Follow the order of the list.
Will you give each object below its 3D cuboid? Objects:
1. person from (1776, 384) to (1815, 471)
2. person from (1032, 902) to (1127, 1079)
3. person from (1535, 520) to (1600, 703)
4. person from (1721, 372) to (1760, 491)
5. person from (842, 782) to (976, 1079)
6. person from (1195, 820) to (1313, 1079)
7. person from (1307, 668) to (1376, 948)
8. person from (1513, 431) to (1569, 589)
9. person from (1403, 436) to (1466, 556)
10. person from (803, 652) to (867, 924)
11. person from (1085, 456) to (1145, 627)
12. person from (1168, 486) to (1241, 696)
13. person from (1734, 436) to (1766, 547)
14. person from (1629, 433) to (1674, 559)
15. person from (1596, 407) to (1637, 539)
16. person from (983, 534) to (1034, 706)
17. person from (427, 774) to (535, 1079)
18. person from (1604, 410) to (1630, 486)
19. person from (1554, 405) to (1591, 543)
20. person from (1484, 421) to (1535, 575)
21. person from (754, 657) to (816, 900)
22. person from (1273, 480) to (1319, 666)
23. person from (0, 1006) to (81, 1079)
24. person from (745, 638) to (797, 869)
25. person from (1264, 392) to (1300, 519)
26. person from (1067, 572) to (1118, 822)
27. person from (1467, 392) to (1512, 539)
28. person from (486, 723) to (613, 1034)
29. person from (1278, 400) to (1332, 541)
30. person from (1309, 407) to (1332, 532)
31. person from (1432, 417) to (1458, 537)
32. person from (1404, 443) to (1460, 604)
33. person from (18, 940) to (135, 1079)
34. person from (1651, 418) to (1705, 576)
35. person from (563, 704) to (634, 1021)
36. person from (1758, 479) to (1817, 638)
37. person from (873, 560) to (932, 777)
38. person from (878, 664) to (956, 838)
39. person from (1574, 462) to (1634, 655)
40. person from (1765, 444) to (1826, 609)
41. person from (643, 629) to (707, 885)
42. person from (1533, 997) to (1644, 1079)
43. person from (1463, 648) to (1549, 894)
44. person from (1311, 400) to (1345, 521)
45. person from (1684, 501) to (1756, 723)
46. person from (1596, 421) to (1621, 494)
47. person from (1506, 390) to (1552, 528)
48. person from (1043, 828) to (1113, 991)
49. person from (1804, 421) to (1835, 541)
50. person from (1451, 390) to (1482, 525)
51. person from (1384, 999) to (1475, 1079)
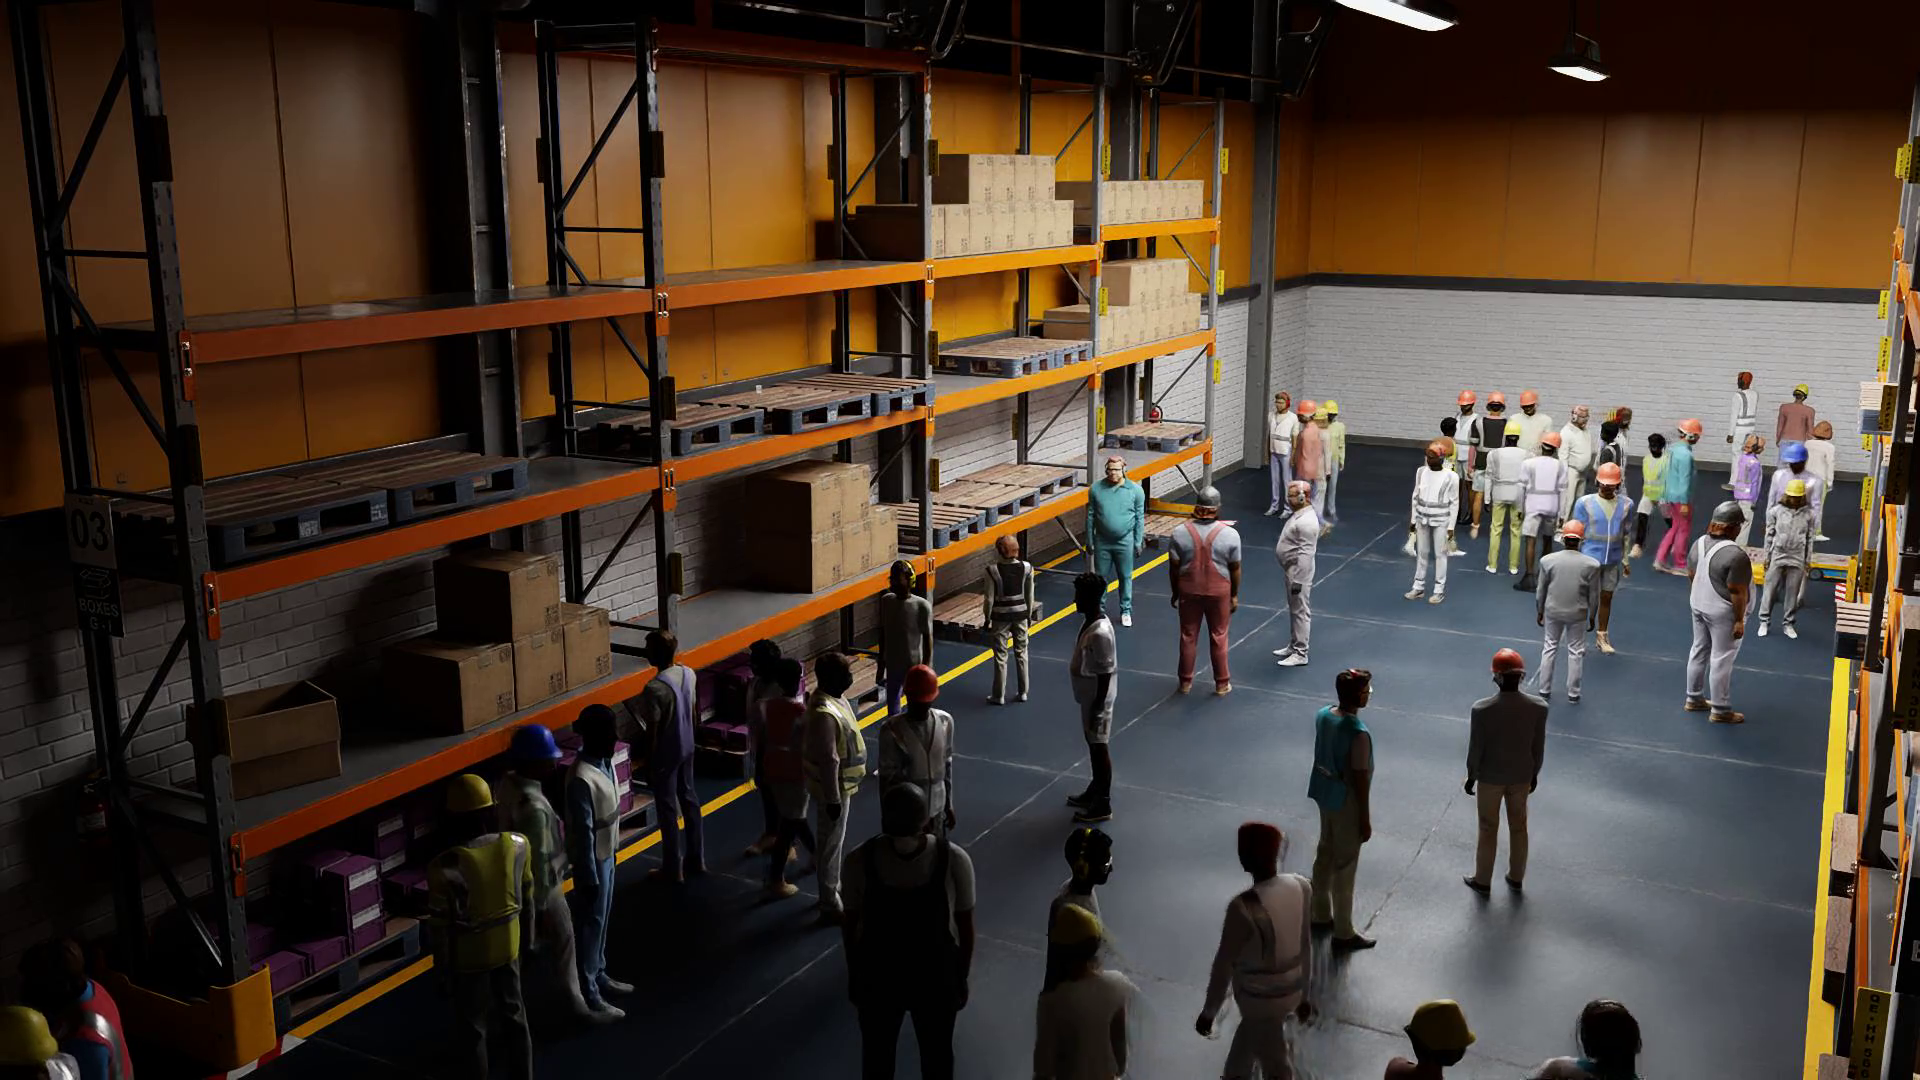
[{"bbox_3d":[12.864,-1.536,25.642,0.530,1.752,0.341,10,16,39],"label":"person"},{"bbox_3d":[0.570,2.511,7.527,0.558,1.743,0.545,-10,16,-37],"label":"person"},{"bbox_3d":[5.753,0.671,15.775,0.569,1.743,0.349,6,14,27],"label":"person"},{"bbox_3d":[12.286,-1.708,26.139,0.568,1.878,0.351,-8,15,-32],"label":"person"},{"bbox_3d":[-0.260,2.174,8.375,0.679,2.000,0.536,0,13,1],"label":"person"},{"bbox_3d":[1.543,2.298,8.296,0.997,1.844,0.595,12,17,43],"label":"person"},{"bbox_3d":[2.474,1.728,10.810,0.389,1.847,0.563,-4,13,-17],"label":"person"},{"bbox_3d":[7.014,-0.350,20.052,0.584,1.897,0.843,2,13,10],"label":"person"},{"bbox_3d":[6.196,-0.559,21.599,0.805,1.603,0.502,-4,13,-18],"label":"person"},{"bbox_3d":[-0.836,1.647,11.179,0.429,1.847,0.625,0,13,-2],"label":"person"},{"bbox_3d":[1.698,0.014,18.350,0.651,1.907,0.409,2,13,10],"label":"person"},{"bbox_3d":[2.349,0.479,15.966,0.684,2.000,0.536,3,13,15],"label":"person"},{"bbox_3d":[10.144,-0.535,21.431,0.319,1.631,0.524,1,13,6],"label":"person"},{"bbox_3d":[9.111,-0.584,21.611,0.884,1.650,0.535,-6,14,-26],"label":"person"},{"bbox_3d":[9.053,-0.917,22.728,0.772,1.802,0.589,8,15,31],"label":"person"},{"bbox_3d":[0.460,0.750,15.662,0.513,1.639,0.307,-5,14,-21],"label":"person"},{"bbox_3d":[-2.514,2.154,8.747,0.588,1.918,0.390,-12,18,-44],"label":"person"},{"bbox_3d":[9.005,-0.934,22.987,0.484,1.738,0.319,-7,15,-30],"label":"person"},{"bbox_3d":[8.270,-0.879,22.386,0.652,1.894,0.400,-11,17,-40],"label":"person"},{"bbox_3d":[6.828,-0.520,20.716,0.586,1.920,0.396,3,13,14],"label":"person"},{"bbox_3d":[-1.140,1.635,11.667,0.575,1.630,0.867,8,15,33],"label":"person"},{"bbox_3d":[3.419,0.330,16.934,0.411,1.908,0.643,1,13,5],"label":"person"},{"bbox_3d":[-3.692,2.681,6.628,0.445,1.820,0.596,5,14,22],"label":"person"},{"bbox_3d":[-1.373,1.532,12.026,0.319,1.695,0.538,-8,15,-33],"label":"person"},{"bbox_3d":[4.674,-1.231,24.084,0.388,1.838,0.561,-9,16,-35],"label":"person"},{"bbox_3d":[1.032,1.204,12.884,0.367,1.964,0.609,0,13,-2],"label":"person"},{"bbox_3d":[7.237,-1.008,22.658,0.613,2.031,0.410,4,13,16],"label":"person"},{"bbox_3d":[-2.448,1.966,9.563,0.760,1.924,0.629,-7,14,-28],"label":"person"},{"bbox_3d":[4.640,-0.913,22.360,0.600,1.967,0.648,5,13,20],"label":"person"},{"bbox_3d":[4.984,-0.982,23.177,0.303,1.743,0.493,-9,15,-35],"label":"person"},{"bbox_3d":[6.580,-0.833,22.630,0.319,1.694,0.535,-2,13,-9],"label":"person"},{"bbox_3d":[5.506,-0.204,19.372,0.356,1.885,0.573,-12,17,-42],"label":"person"},{"bbox_3d":[-3.747,2.563,7.123,0.431,1.836,0.627,-7,14,-28],"label":"person"},{"bbox_3d":[8.934,-0.529,20.612,0.561,1.984,0.628,3,13,11],"label":"person"},{"bbox_3d":[-2.186,1.894,9.912,0.370,1.915,0.597,0,13,-1],"label":"person"},{"bbox_3d":[8.903,0.201,17.885,0.491,1.741,0.323,3,13,14],"label":"person"},{"bbox_3d":[-0.472,1.070,13.703,0.519,1.874,0.327,7,14,28],"label":"person"},{"bbox_3d":[-0.255,1.719,10.656,0.548,1.932,0.377,-8,15,-31],"label":"person"},{"bbox_3d":[6.647,0.197,17.223,0.615,2.040,0.384,0,13,0],"label":"person"},{"bbox_3d":[9.560,-0.161,19.092,0.472,1.923,0.623,-10,16,-39],"label":"person"},{"bbox_3d":[-2.048,1.523,11.766,0.335,1.838,0.509,8,15,30],"label":"person"},{"bbox_3d":[2.587,2.678,6.622,0.523,1.818,0.655,-11,17,-41],"label":"person"},{"bbox_3d":[3.779,1.604,11.577,0.561,1.750,0.327,-2,13,-9],"label":"person"},{"bbox_3d":[5.263,-1.132,23.817,0.527,1.761,0.340,-2,13,-9],"label":"person"},{"bbox_3d":[6.996,0.641,15.239,0.537,2.000,0.683,-3,13,-13],"label":"person"},{"bbox_3d":[8.652,-0.741,22.221,0.320,1.694,0.534,9,15,34],"label":"person"},{"bbox_3d":[7.950,-1.123,23.312,0.612,1.966,0.534,4,13,17],"label":"person"},{"bbox_3d":[0.583,2.299,8.240,0.329,1.861,0.506,3,13,15],"label":"person"},{"bbox_3d":[11.674,-0.810,22.654,0.285,1.634,0.499,-5,13,-20],"label":"person"},{"bbox_3d":[7.163,-1.175,23.631,0.385,1.929,0.543,-8,15,-30],"label":"person"},{"bbox_3d":[1.888,2.680,6.731,0.309,1.769,0.523,-5,13,-20],"label":"person"}]
